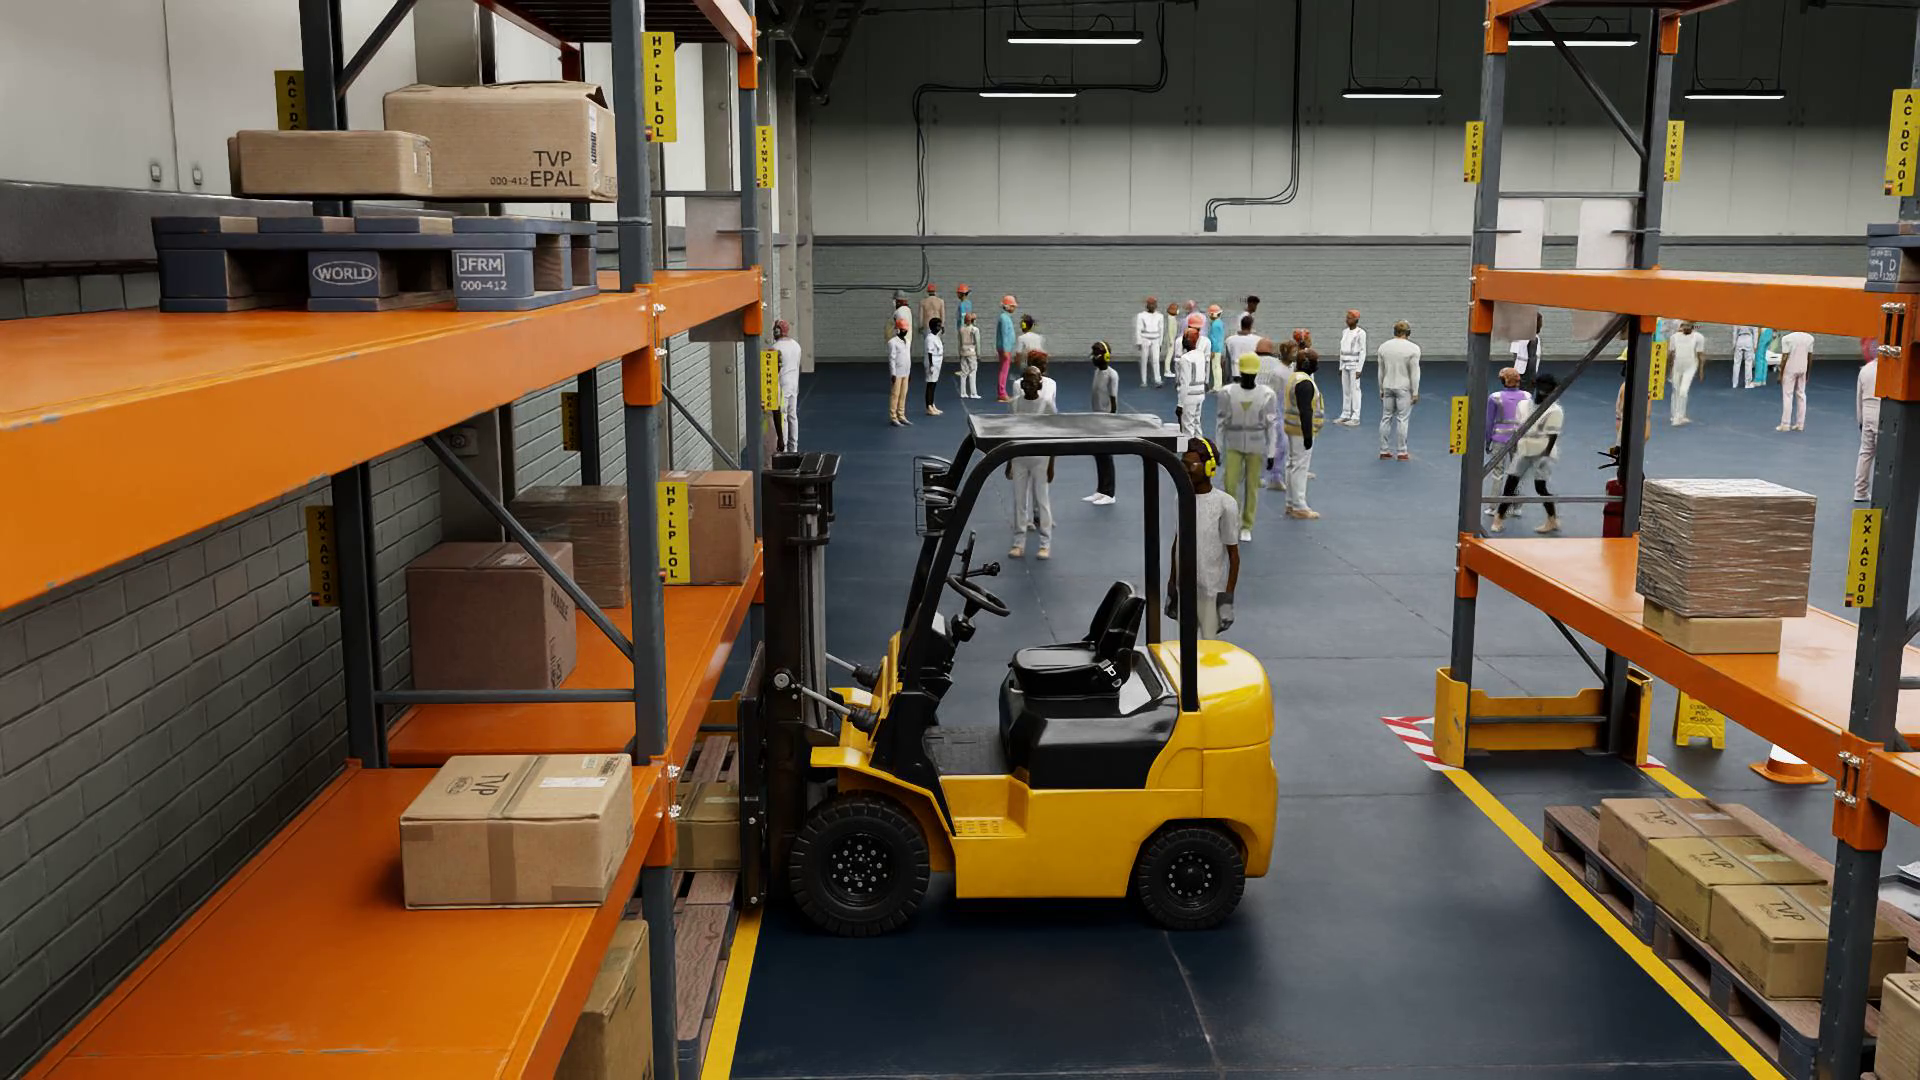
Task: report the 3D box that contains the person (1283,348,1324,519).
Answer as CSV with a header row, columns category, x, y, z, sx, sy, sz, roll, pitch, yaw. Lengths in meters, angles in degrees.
category,x,y,z,sx,sy,sz,roll,pitch,yaw
person,3.731,-1.160,18.081,0.430,1.844,0.621,0,10,0

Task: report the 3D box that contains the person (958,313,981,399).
category,x,y,z,sx,sy,sz,roll,pitch,yaw
person,0.181,-3.515,31.758,0.521,1.639,0.311,9,14,42

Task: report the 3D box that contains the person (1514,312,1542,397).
category,x,y,z,sx,sy,sz,roll,pitch,yaw
person,8.760,-2.555,25.666,0.397,1.911,0.588,1,10,4

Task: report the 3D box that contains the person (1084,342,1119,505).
category,x,y,z,sx,sy,sz,roll,pitch,yaw
person,1.627,-1.335,19.006,0.348,1.860,0.517,-4,11,-20

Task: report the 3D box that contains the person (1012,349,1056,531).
category,x,y,z,sx,sy,sz,roll,pitch,yaw
person,0.790,-1.045,17.322,0.572,1.883,0.356,-8,13,-39

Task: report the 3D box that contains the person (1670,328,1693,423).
category,x,y,z,sx,sy,sz,roll,pitch,yaw
person,11.968,-2.757,27.538,0.307,1.640,0.518,9,13,40

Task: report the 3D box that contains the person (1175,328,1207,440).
category,x,y,z,sx,sy,sz,roll,pitch,yaw
person,2.959,-1.784,21.440,0.355,1.882,0.575,7,12,32

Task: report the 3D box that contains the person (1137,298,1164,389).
category,x,y,z,sx,sy,sz,roll,pitch,yaw
person,3.900,-4.017,34.018,0.572,1.834,0.943,-1,10,-5

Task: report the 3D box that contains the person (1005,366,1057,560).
category,x,y,z,sx,sy,sz,roll,pitch,yaw
person,0.665,-0.725,15.684,0.502,1.838,0.341,5,11,25

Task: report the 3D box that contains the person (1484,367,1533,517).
category,x,y,z,sx,sy,sz,roll,pitch,yaw
person,5.963,-1.059,18.107,0.514,1.634,0.313,0,10,-2

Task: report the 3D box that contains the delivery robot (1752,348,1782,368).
category,x,y,z,sx,sy,sz,roll,pitch,yaw
delivery robot,18.523,-4.189,38.274,0.707,0.478,0.477,-2,11,-12

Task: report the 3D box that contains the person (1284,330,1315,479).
category,x,y,z,sx,sy,sz,roll,pitch,yaw
person,4.303,-1.720,21.084,0.355,1.883,0.575,-2,10,-8

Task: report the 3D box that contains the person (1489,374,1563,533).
category,x,y,z,sx,sy,sz,roll,pitch,yaw
person,5.849,-0.876,17.016,0.526,1.671,0.569,-8,13,-37

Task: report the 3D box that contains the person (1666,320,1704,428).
category,x,y,z,sx,sy,sz,roll,pitch,yaw
person,11.625,-2.709,26.800,0.681,1.799,0.637,-10,14,-44

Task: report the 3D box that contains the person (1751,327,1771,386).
category,x,y,z,sx,sy,sz,roll,pitch,yaw
person,16.638,-4.108,34.532,0.513,1.836,0.355,-10,14,-44

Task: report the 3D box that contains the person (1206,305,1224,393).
category,x,y,z,sx,sy,sz,roll,pitch,yaw
person,5.041,-3.778,32.944,0.345,1.744,0.557,2,10,13

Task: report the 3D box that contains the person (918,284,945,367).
category,x,y,z,sx,sy,sz,roll,pitch,yaw
person,-0.682,-5.098,39.689,0.673,1.967,0.435,-2,10,-9

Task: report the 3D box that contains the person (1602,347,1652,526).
category,x,y,z,sx,sy,sz,roll,pitch,yaw
person,6.983,-1.070,17.332,0.361,1.930,0.588,9,14,41

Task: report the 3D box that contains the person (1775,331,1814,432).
category,x,y,z,sx,sy,sz,roll,pitch,yaw
person,13.128,-2.613,26.171,0.506,1.842,0.342,-1,10,-4

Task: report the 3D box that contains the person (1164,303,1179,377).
category,x,y,z,sx,sy,sz,roll,pitch,yaw
person,4.703,-4.436,36.935,0.279,1.627,0.498,2,10,11

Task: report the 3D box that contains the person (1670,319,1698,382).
category,x,y,z,sx,sy,sz,roll,pitch,yaw
person,15.194,-4.107,34.940,0.502,1.677,0.938,-1,10,-4

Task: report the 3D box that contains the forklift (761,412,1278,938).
category,x,y,z,sx,sy,sz,roll,pitch,yaw
forklift,0.291,0.548,7.580,2.313,2.155,1.214,0,10,-2

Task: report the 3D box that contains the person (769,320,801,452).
category,x,y,z,sx,sy,sz,roll,pitch,yaw
person,-2.487,-2.112,23.199,0.407,1.908,0.641,5,11,26

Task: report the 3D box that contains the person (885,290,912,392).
category,x,y,z,sx,sy,sz,roll,pitch,yaw
person,-1.230,-3.948,33.056,0.538,2.000,0.687,1,10,8

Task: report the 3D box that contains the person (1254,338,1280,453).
category,x,y,z,sx,sy,sz,roll,pitch,yaw
person,4.302,-2.053,23.630,0.498,1.634,0.279,4,11,23

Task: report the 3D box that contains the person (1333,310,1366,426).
category,x,y,z,sx,sy,sz,roll,pitch,yaw
person,6.378,-2.811,27.156,0.352,1.884,0.580,-4,11,-22

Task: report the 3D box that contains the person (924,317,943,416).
category,x,y,z,sx,sy,sz,roll,pitch,yaw
person,-0.457,-2.993,28.703,0.320,1.692,0.531,2,10,11

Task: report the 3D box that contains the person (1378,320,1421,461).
category,x,y,z,sx,sy,sz,roll,pitch,yaw
person,5.985,-2.036,22.716,0.367,1.933,0.627,-10,14,-44

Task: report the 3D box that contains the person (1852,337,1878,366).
category,x,y,z,sx,sy,sz,roll,pitch,yaw
person,20.597,-4.656,37.827,0.559,1.741,0.531,-2,10,-13

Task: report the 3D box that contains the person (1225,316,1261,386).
category,x,y,z,sx,sy,sz,roll,pitch,yaw
person,4.410,-2.548,25.789,0.610,1.859,0.958,4,11,21

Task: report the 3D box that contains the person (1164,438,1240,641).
category,x,y,z,sx,sy,sz,roll,pitch,yaw
person,1.393,0.327,9.717,0.310,1.869,0.531,-8,13,-37

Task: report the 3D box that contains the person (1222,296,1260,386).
category,x,y,z,sx,sy,sz,roll,pitch,yaw
person,5.766,-4.015,33.828,0.959,1.915,0.662,2,10,12

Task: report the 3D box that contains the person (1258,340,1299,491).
category,x,y,z,sx,sy,sz,roll,pitch,yaw
person,3.806,-1.479,19.885,0.469,1.831,0.530,5,11,27

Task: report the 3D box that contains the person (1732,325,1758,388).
category,x,y,z,sx,sy,sz,roll,pitch,yaw
person,16.118,-3.993,34.137,0.486,1.744,0.294,9,14,41

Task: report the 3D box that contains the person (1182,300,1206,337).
category,x,y,z,sx,sy,sz,roll,pitch,yaw
person,4.545,-3.703,32.196,0.470,1.881,0.701,9,14,42

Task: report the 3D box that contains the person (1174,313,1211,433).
category,x,y,z,sx,sy,sz,roll,pitch,yaw
person,3.451,-2.390,24.671,0.544,1.936,0.359,-1,10,-5

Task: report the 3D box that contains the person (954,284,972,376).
category,x,y,z,sx,sy,sz,roll,pitch,yaw
person,0.067,-4.695,37.209,0.376,2.044,0.607,2,10,12

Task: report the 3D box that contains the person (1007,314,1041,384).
category,x,y,z,sx,sy,sz,roll,pitch,yaw
person,0.971,-2.623,26.229,0.759,1.845,0.537,8,13,38

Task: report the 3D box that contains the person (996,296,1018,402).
category,x,y,z,sx,sy,sz,roll,pitch,yaw
person,0.884,-3.577,31.160,0.411,1.986,0.603,1,10,8

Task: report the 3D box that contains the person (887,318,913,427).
category,x,y,z,sx,sy,sz,roll,pitch,yaw
person,-0.954,-2.725,27.036,0.333,1.753,0.562,6,12,31

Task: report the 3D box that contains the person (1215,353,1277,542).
category,x,y,z,sx,sy,sz,roll,pitch,yaw
person,2.805,-0.884,16.400,0.612,1.889,0.839,2,10,12

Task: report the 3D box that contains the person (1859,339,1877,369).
category,x,y,z,sx,sy,sz,roll,pitch,yaw
person,21.371,-4.904,38.966,0.341,1.839,0.501,8,13,39
